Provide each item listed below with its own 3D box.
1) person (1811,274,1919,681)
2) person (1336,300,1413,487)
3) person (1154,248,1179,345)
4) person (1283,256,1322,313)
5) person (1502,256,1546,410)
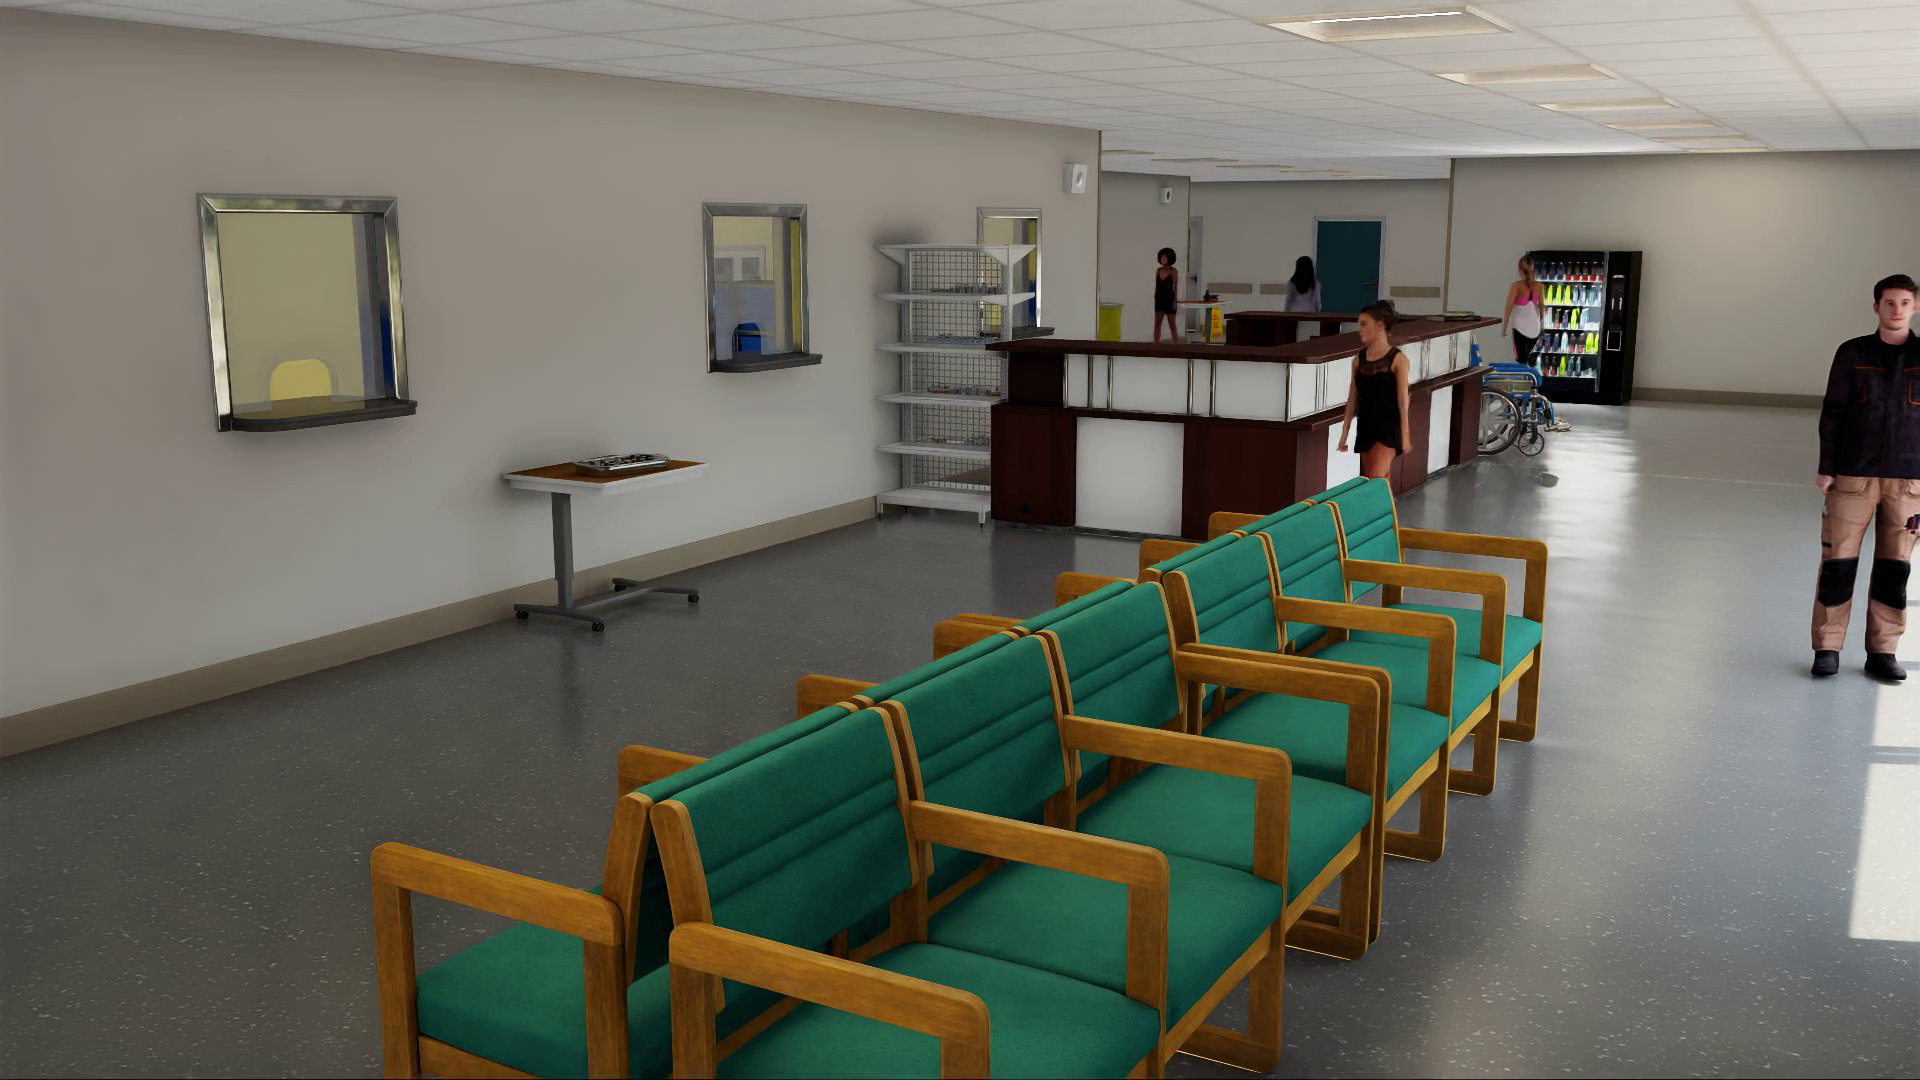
[{"bbox_3d":[4.377,-0.297,7.920,0.633,1.925,0.823,3,11,14],"label":"person"},{"bbox_3d":[2.761,-0.694,10.717,0.814,1.663,0.795,-8,14,-38],"label":"person"},{"bbox_3d":[3.335,-3.756,26.622,1.017,1.749,0.662,5,12,27],"label":"person"},{"bbox_3d":[4.703,-3.022,22.950,1.182,1.675,0.939,5,12,22],"label":"person"},{"bbox_3d":[6.680,-2.424,19.522,0.746,1.779,0.813,-2,11,-12],"label":"person"}]
